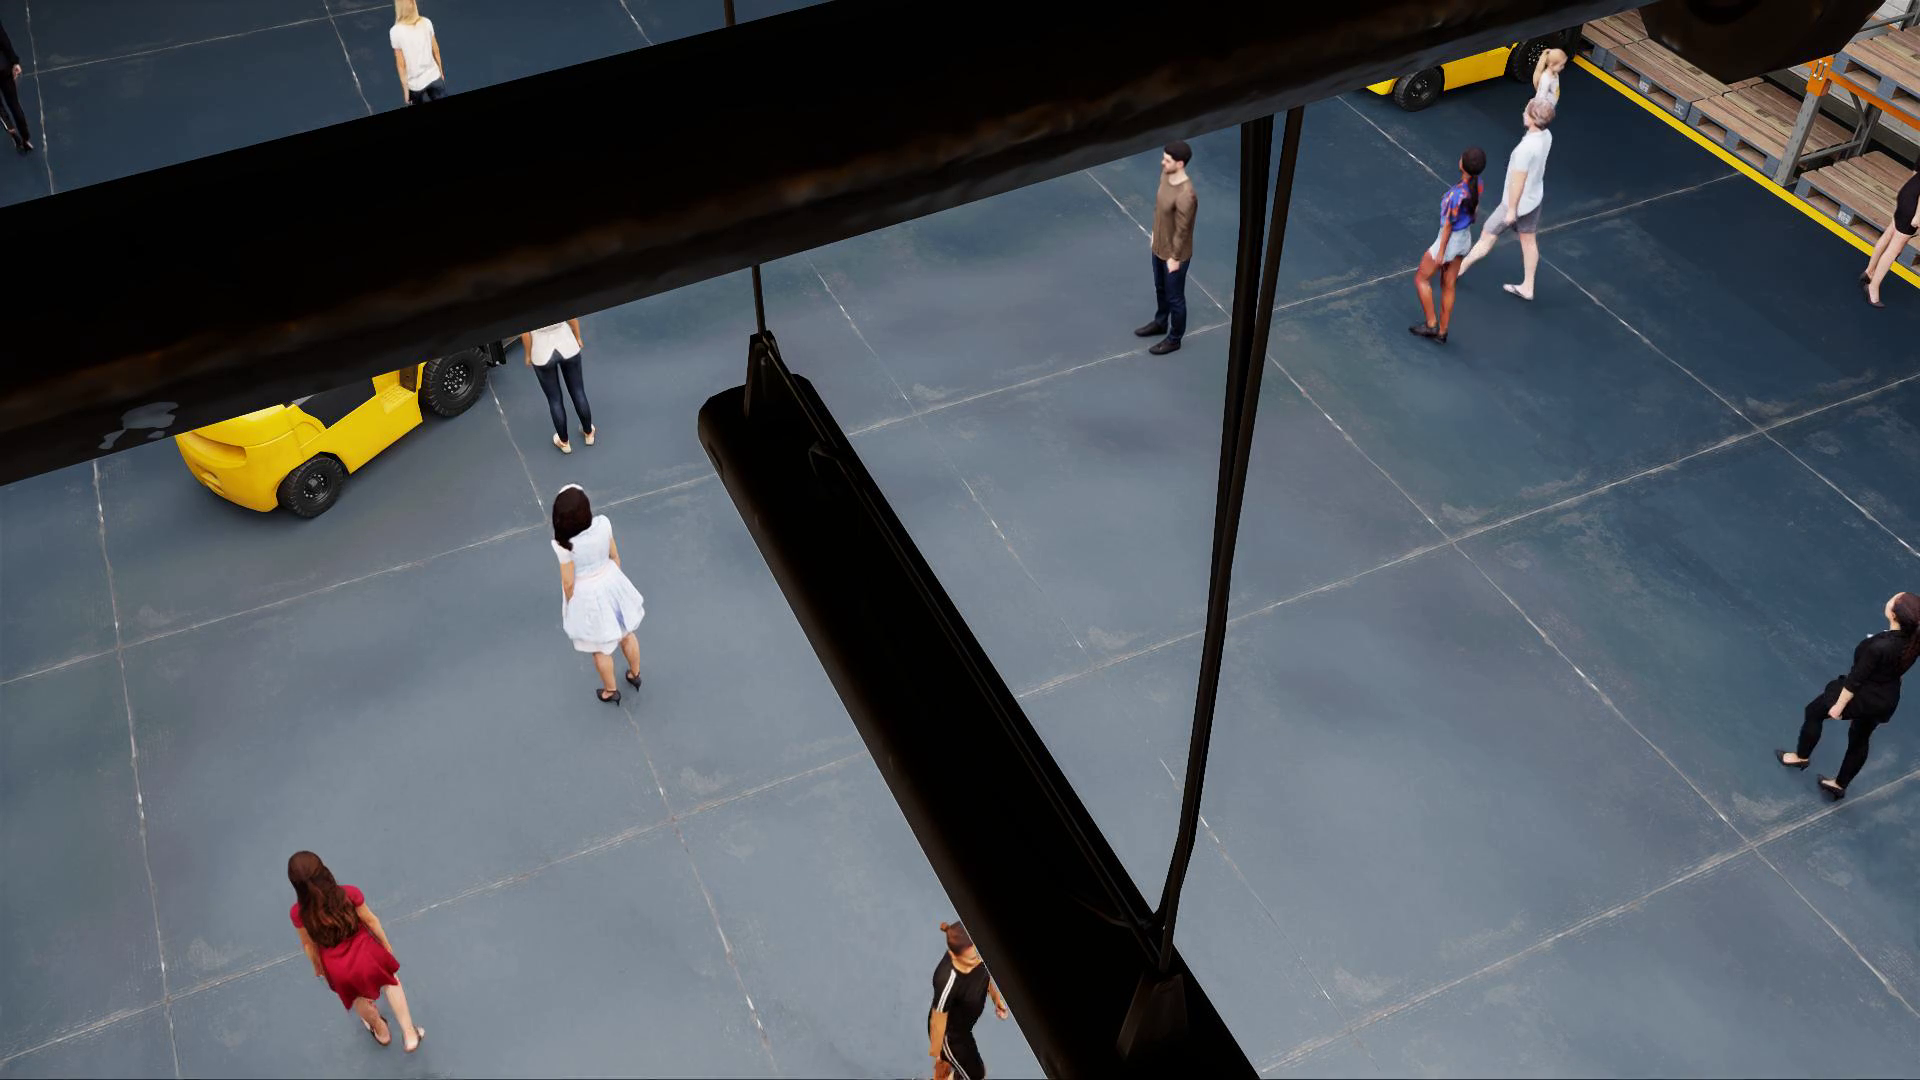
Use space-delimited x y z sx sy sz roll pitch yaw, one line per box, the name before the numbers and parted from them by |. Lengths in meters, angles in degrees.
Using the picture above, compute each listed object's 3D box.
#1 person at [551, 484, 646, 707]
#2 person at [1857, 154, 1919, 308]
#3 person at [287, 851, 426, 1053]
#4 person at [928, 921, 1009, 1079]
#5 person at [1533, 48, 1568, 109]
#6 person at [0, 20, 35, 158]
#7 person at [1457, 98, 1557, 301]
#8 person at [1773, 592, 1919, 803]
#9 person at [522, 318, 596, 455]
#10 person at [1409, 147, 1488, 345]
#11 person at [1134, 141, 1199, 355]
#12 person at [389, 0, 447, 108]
person | -2.286 0.365 10.510 0.777 1.814 0.803 -30 51 -28
person | 7.919 -2.786 13.825 0.717 1.803 0.654 13 45 14
person | -3.201 2.228 8.759 0.584 1.531 0.768 -18 46 -18
person | -0.088 2.403 8.489 0.774 1.651 0.716 16 46 16
person | 5.383 -3.985 15.465 0.642 1.276 0.591 19 47 19
person | -9.028 -4.348 15.546 0.650 1.692 0.603 -22 48 -21
person | 4.739 -2.774 13.820 1.213 1.793 0.978 31 52 29
person | 5.455 1.014 9.953 0.667 1.642 0.746 -11 45 -12
person | -3.009 -1.395 12.380 0.588 1.782 0.509 -18 47 -18
person | 4.038 -2.324 13.398 0.710 1.724 0.698 33 52 30
person | 1.702 -2.355 13.312 0.727 1.888 0.543 -14 45 -14
person | -4.867 -4.129 15.251 0.794 1.782 1.118 -28 50 -26
